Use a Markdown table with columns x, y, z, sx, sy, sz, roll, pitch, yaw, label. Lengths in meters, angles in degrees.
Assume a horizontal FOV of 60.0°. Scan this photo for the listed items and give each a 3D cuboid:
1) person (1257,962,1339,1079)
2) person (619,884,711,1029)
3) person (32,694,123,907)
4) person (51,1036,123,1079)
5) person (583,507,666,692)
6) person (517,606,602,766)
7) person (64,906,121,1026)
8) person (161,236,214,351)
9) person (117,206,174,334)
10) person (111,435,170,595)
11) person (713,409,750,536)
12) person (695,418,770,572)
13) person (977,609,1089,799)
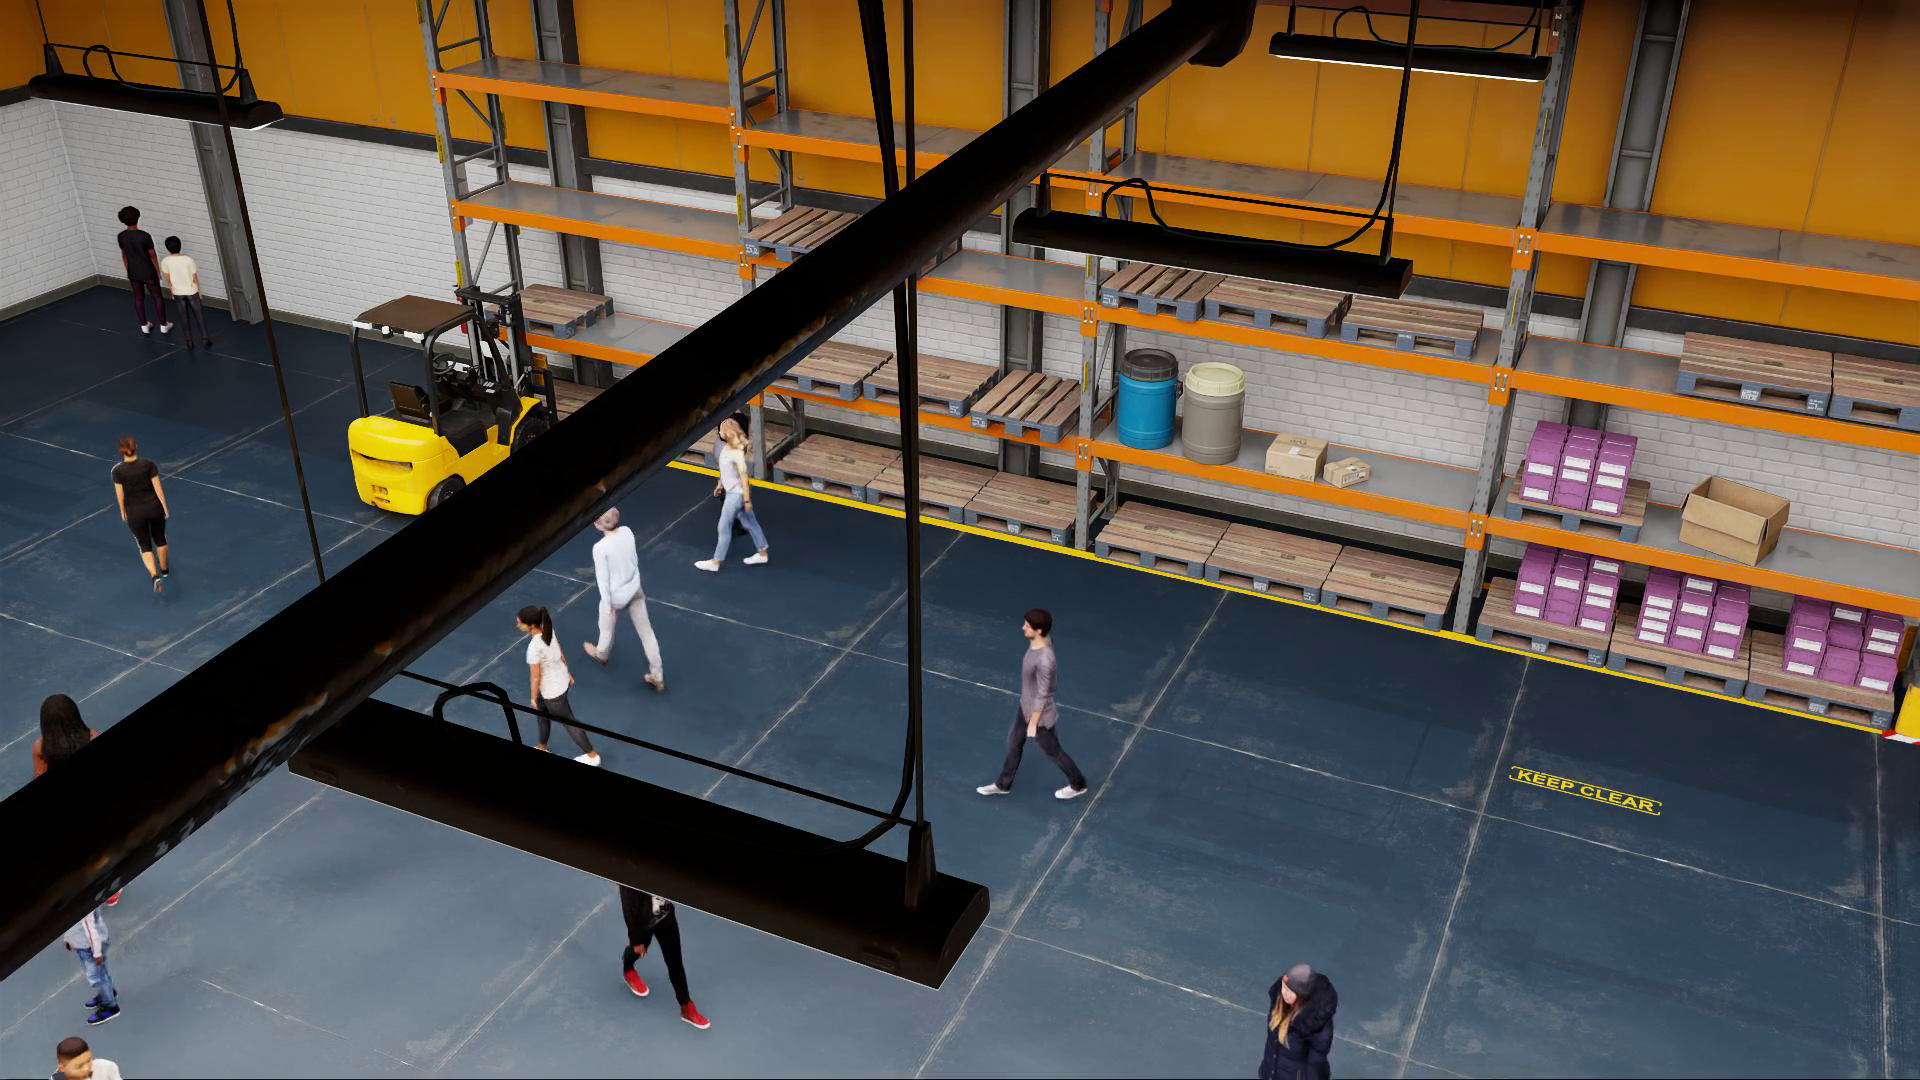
| x | y | z | sx | sy | sz | roll | pitch | yaw | label |
| --- | --- | --- | --- | --- | --- | --- | --- | --- | --- |
| 2.150 | 3.256 | 10.348 | 0.961 | 1.664 | 0.928 | -16 | 32 | -27 | person |
| -2.211 | 2.615 | 11.559 | 1.166 | 1.630 | 0.815 | 22 | 36 | 34 | person |
| -6.606 | 2.001 | 12.510 | 0.908 | 1.798 | 0.971 | -12 | 31 | -21 | person |
| -5.255 | 3.532 | 10.079 | 0.855 | 1.438 | 0.711 | 25 | 37 | 37 | person |
| -2.998 | 0.556 | 15.130 | 1.342 | 1.826 | 0.931 | 24 | 37 | 37 | person |
| -3.363 | 1.252 | 14.090 | 1.042 | 1.600 | 0.820 | 4 | 29 | 7 | person |
| -6.092 | 2.780 | 11.650 | 0.642 | 1.254 | 0.564 | -25 | 37 | -38 | person |
| -10.491 | -3.348 | 22.536 | 0.625 | 1.587 | 0.710 | -7 | 29 | -13 | person |
| -11.365 | -3.755 | 23.079 | 0.675 | 1.782 | 0.765 | -5 | 29 | -8 | person |
| -8.232 | -0.257 | 16.806 | 0.958 | 1.648 | 1.091 | -15 | 32 | -25 | person |
| -2.487 | -0.903 | 17.874 | 0.823 | 1.759 | 0.776 | -8 | 30 | -14 | person |
| -2.197 | -0.479 | 17.168 | 1.113 | 1.692 | 1.029 | -9 | 30 | -16 | person |
| 0.730 | 1.391 | 13.618 | 1.272 | 1.808 | 1.089 | -3 | 29 | -5 | person |
